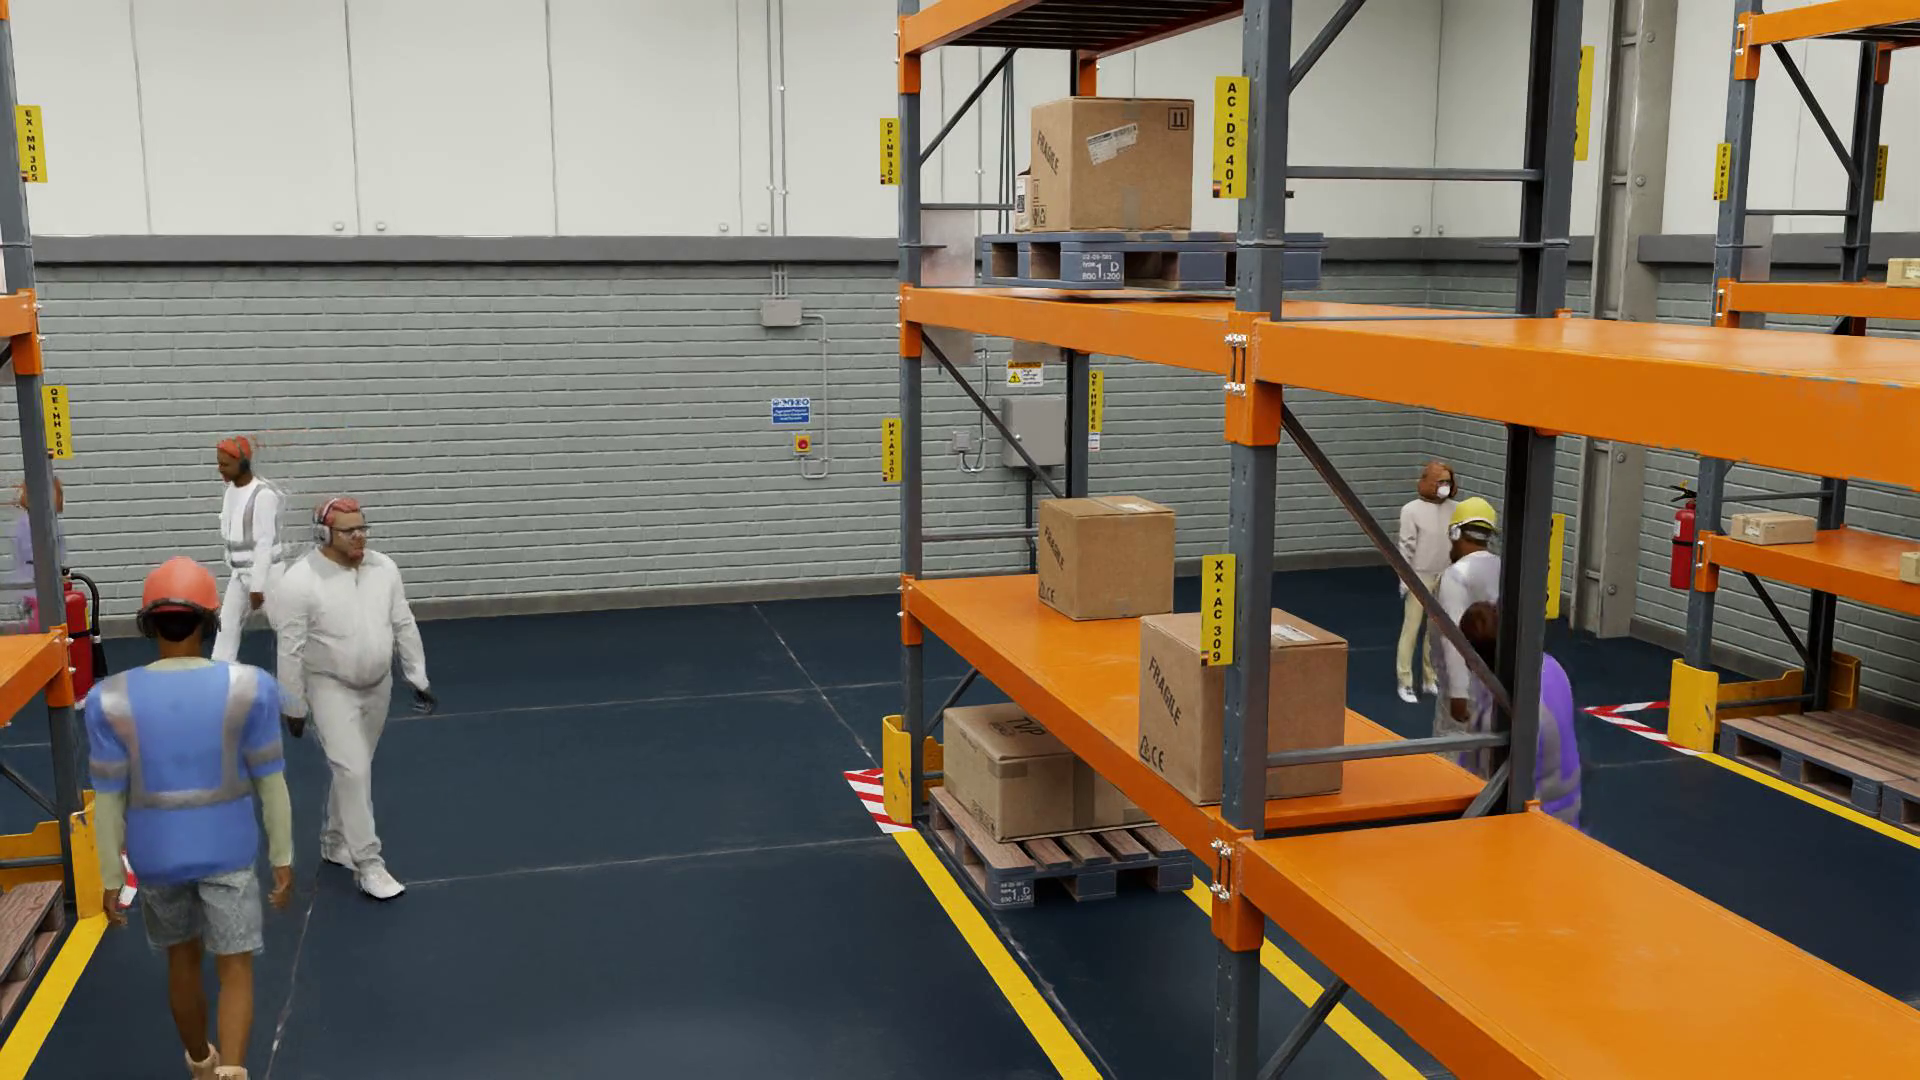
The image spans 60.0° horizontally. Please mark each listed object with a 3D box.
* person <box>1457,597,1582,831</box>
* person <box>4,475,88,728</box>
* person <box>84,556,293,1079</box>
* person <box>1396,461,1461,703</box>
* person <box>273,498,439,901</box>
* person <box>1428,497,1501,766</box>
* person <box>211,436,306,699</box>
[{"bbox_3d":[1.947,1.084,6.076,0.672,1.808,0.667,6,11,29],"label":"person"},{"bbox_3d":[-5.926,0.381,10.660,0.501,1.604,0.766,8,13,38],"label":"person"},{"bbox_3d":[-2.577,1.070,5.600,0.609,2.010,0.884,-3,10,-18],"label":"person"},{"bbox_3d":[3.158,0.276,11.160,0.507,1.630,0.268,-4,11,-20],"label":"person"},{"bbox_3d":[-2.807,0.733,7.882,0.888,1.871,0.658,6,12,30],"label":"person"},{"bbox_3d":[2.570,0.686,8.382,0.622,1.790,0.463,-9,13,-40],"label":"person"},{"bbox_3d":[-4.634,0.224,10.912,0.588,1.829,1.029,8,13,37],"label":"person"}]
